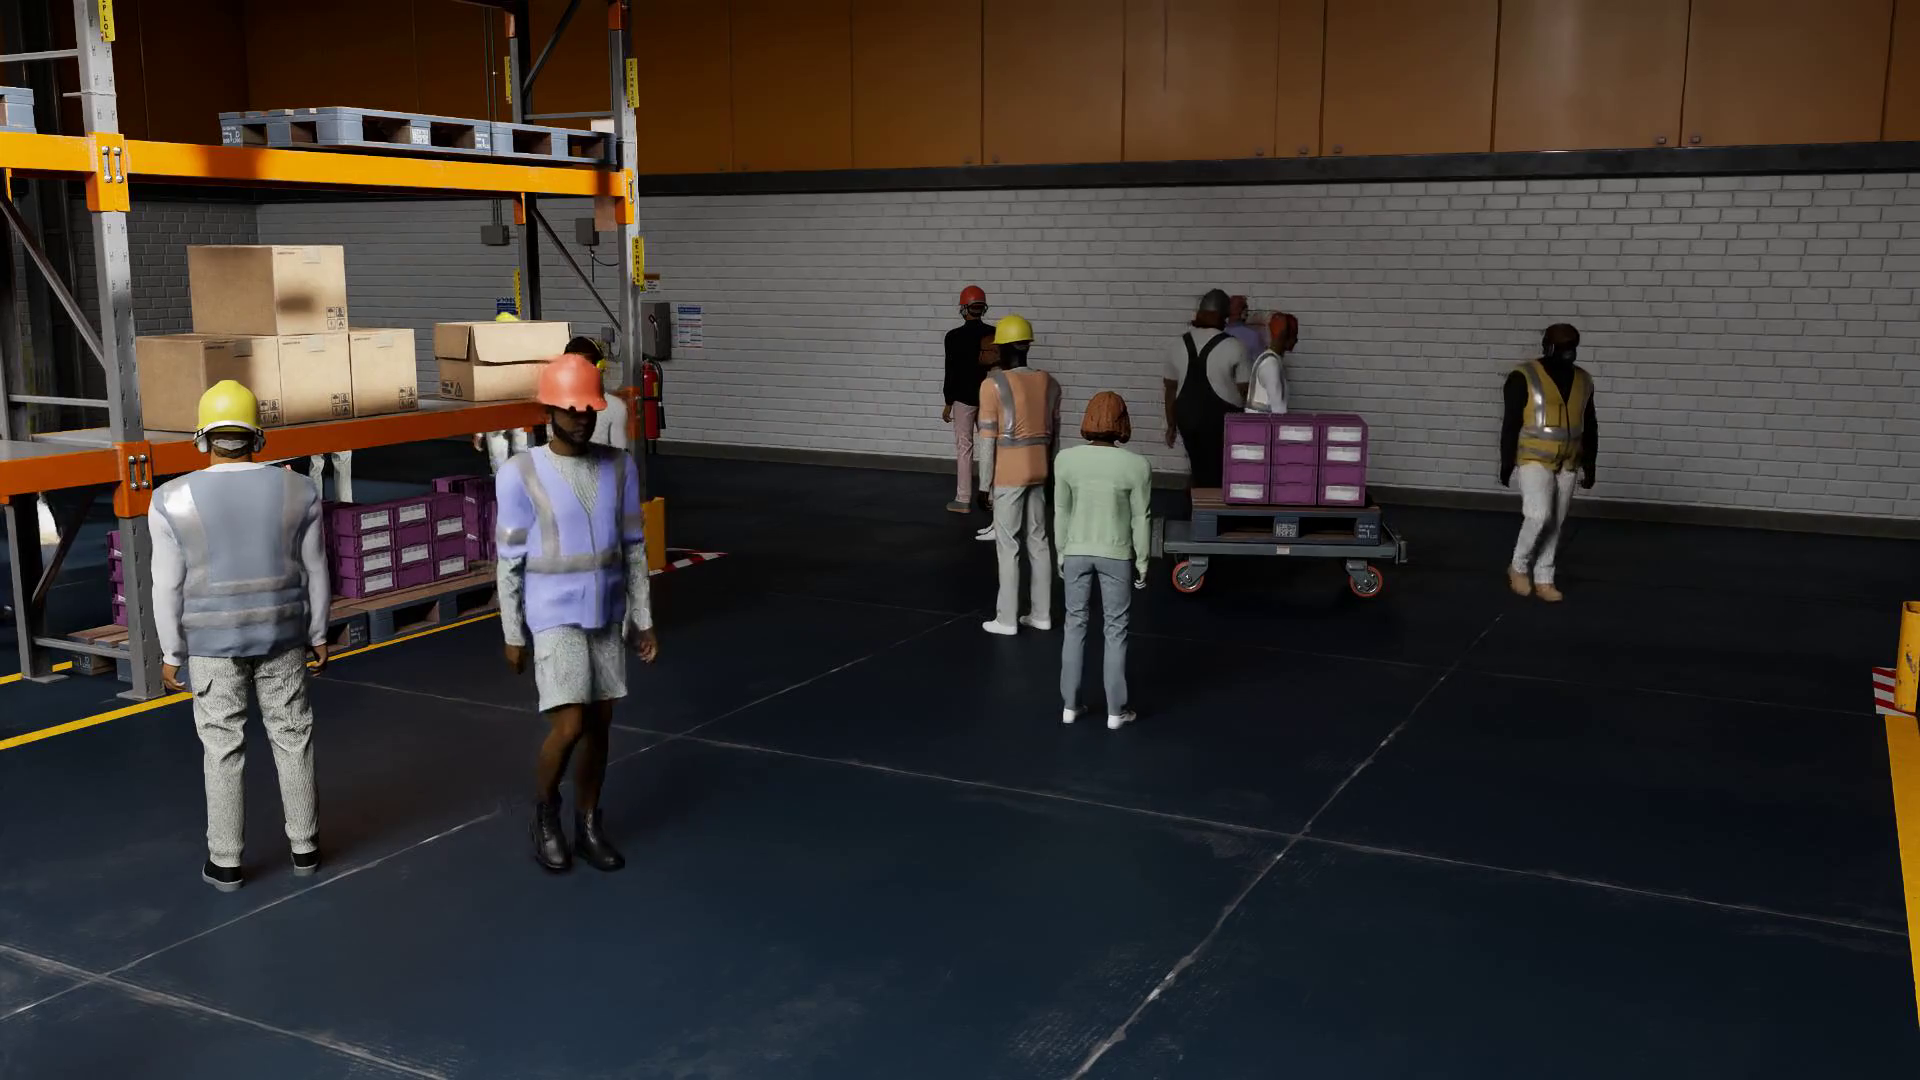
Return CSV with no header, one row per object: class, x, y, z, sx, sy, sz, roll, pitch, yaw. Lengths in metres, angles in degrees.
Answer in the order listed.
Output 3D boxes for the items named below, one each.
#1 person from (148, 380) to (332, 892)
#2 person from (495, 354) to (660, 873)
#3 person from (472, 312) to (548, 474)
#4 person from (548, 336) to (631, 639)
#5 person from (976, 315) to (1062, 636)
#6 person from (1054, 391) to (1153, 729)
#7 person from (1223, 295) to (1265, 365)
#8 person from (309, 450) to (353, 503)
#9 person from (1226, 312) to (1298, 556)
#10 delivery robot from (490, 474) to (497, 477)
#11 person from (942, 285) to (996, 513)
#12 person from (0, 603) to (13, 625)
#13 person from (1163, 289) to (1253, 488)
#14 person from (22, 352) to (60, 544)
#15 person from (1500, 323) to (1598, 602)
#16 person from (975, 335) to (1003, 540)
person,-2.572,0.344,5.987,0.595,1.832,0.404,-6,12,-32
person,-1.376,0.287,6.073,0.546,1.924,0.406,-9,13,-43
person,-3.585,-0.907,13.269,0.601,1.818,0.423,-1,10,-4
person,-2.040,-0.217,9.221,0.520,1.843,0.805,4,11,22
person,0.342,-0.387,9.996,0.582,1.916,0.425,-7,12,-37
person,0.684,0.096,8.025,0.494,1.624,0.288,4,10,21
person,2.475,-1.247,14.984,0.650,1.906,0.402,7,12,36
person,-5.162,-1.023,13.625,0.587,1.927,0.367,3,10,15
person,2.394,-0.760,12.347,0.951,1.833,0.573,3,10,19
delivery robot,-3.610,-0.274,12.987,0.477,0.478,0.707,8,13,40
person,0.117,-1.234,14.653,0.612,1.995,0.382,-6,11,-31
person,-5.863,-0.309,9.742,0.646,1.850,0.998,0,10,0
person,1.996,-0.937,12.802,0.699,2.000,0.854,8,12,37
person,-7.549,-0.842,12.975,0.969,1.785,0.642,-1,10,-3
person,3.859,-0.499,10.871,0.663,1.827,0.453,-3,10,-16
person,0.268,-0.814,13.264,0.284,1.633,0.500,1,10,5
